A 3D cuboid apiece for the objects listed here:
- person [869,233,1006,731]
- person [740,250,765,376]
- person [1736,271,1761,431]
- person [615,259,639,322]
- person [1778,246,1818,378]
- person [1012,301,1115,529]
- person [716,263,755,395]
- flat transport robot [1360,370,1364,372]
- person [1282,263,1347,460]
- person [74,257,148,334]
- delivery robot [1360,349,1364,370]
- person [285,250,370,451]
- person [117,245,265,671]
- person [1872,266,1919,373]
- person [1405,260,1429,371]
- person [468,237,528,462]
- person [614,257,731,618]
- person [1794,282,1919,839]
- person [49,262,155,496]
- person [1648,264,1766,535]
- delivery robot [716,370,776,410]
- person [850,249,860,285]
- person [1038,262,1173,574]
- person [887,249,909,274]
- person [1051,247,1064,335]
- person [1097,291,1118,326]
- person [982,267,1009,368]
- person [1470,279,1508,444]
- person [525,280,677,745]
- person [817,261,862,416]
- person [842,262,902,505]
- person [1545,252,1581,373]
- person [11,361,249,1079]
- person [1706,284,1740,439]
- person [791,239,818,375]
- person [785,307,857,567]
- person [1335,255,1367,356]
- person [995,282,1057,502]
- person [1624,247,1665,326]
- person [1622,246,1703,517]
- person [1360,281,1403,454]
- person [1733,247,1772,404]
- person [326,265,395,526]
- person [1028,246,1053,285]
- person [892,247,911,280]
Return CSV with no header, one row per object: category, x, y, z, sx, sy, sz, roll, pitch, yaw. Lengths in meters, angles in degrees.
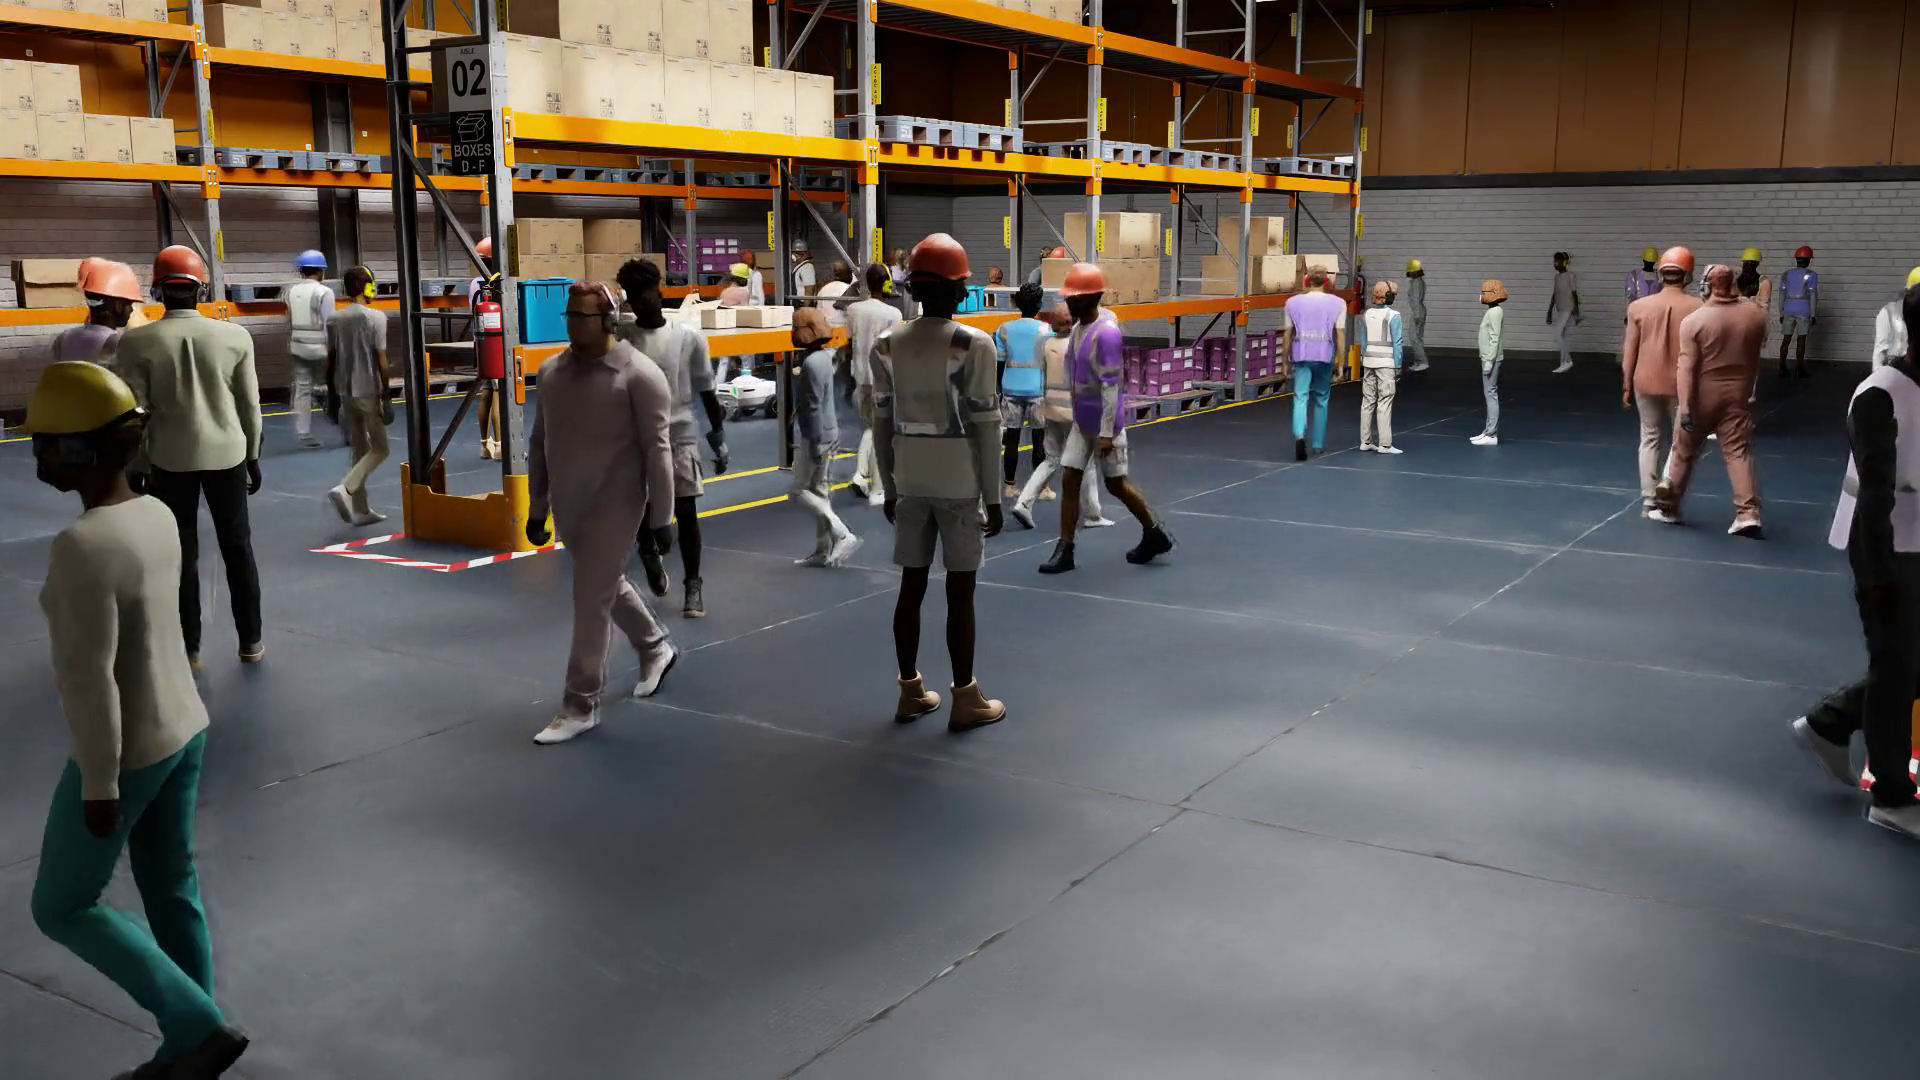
person,-0.080,-0.232,6.899,0.605,2.048,0.365,6,12,31
person,-3.152,-3.396,24.914,0.585,1.888,0.386,8,13,37
person,8.354,-2.025,17.794,0.322,1.699,0.535,-1,10,-3
person,-3.057,-1.727,15.743,0.508,1.844,0.332,5,11,26
person,12.347,-3.352,24.490,0.357,1.936,0.551,-7,12,-35
person,0.725,-0.861,11.590,0.731,1.615,0.530,-7,12,-32
person,-2.715,-2.506,20.367,0.602,1.730,0.655,8,13,39
flat transport robot,5.926,-2.650,25.217,1.431,0.197,0.652,1,10,8
person,3.281,-1.660,15.465,0.574,1.816,0.861,3,11,14
person,-5.816,-1.021,11.646,0.539,1.910,0.633,4,11,23
delivery robot,5.977,-2.696,24.425,0.477,0.478,0.707,-3,11,-17
person,-6.168,-1.845,16.180,0.642,1.916,0.821,5,11,25
person,-3.611,-0.380,7.858,0.610,1.996,0.384,-6,12,-32
person,7.816,-1.342,13.678,0.596,1.825,0.403,1,10,7
person,7.100,-3.472,25.775,0.409,1.725,0.625,5,11,26
person,-4.252,-1.736,15.232,0.361,2.047,0.612,-9,13,-40
person,-1.620,-0.553,8.999,0.688,1.934,0.567,-2,10,-12
person,3.224,0.055,5.705,0.618,1.905,0.594,-7,12,-32
person,-4.240,-0.426,8.334,0.567,1.914,0.420,4,11,21
person,5.247,-0.980,11.566,0.646,1.866,0.953,-1,10,-4
delivery robot,-2.416,-1.678,18.788,0.477,0.478,0.707,8,13,37
person,-1.272,-2.987,22.463,0.627,1.940,0.372,3,11,14
person,0.899,-0.744,10.176,0.880,1.903,0.542,-6,12,-29
person,-1.035,-3.711,26.631,0.575,1.883,0.355,-3,11,-17
person,1.259,-2.731,21.045,0.358,1.936,0.552,2,10,12
person,1.222,-1.561,15.112,0.528,1.743,0.787,9,13,40
person,0.505,-3.064,23.723,0.525,1.639,0.307,-1,10,-6
person,5.260,-1.764,16.531,0.277,1.633,0.507,3,11,15
person,-1.499,-0.159,7.009,0.648,1.868,0.983,6,12,30
person,-1.309,-2.237,18.726,0.644,1.792,0.949,8,13,39
person,-0.629,-1.186,12.732,0.560,1.847,0.392,6,12,31
person,9.184,-3.445,25.276,0.460,1.840,0.603,-2,10,-12
person,-1.911,0.474,3.799,0.367,1.758,0.525,0,10,0
person,7.782,-1.834,16.954,0.376,1.611,0.576,1,10,8
person,-2.419,-3.508,25.068,0.539,2.000,0.689,-2,10,-13
person,-0.890,-0.609,10.183,0.375,1.622,0.505,1,10,5
person,6.442,-3.737,27.045,0.915,1.792,0.607,3,11,18
person,0.525,-1.139,12.894,0.540,1.695,0.318,5,11,25
person,10.024,-3.315,24.340,0.585,1.918,0.378,1,10,5
person,5.083,-1.114,11.989,0.620,1.980,0.565,6,12,32
person,3.997,-1.631,15.780,0.308,1.641,0.514,-6,12,-28
person,9.763,-2.653,20.669,0.371,1.935,0.597,-4,11,-21
person,-4.239,-0.988,11.631,0.564,1.851,0.586,4,11,19
person,1.098,-2.844,21.671,0.378,1.940,0.628,6,12,28
person,-0.810,-3.065,22.972,0.393,1.928,0.659,1,10,8
